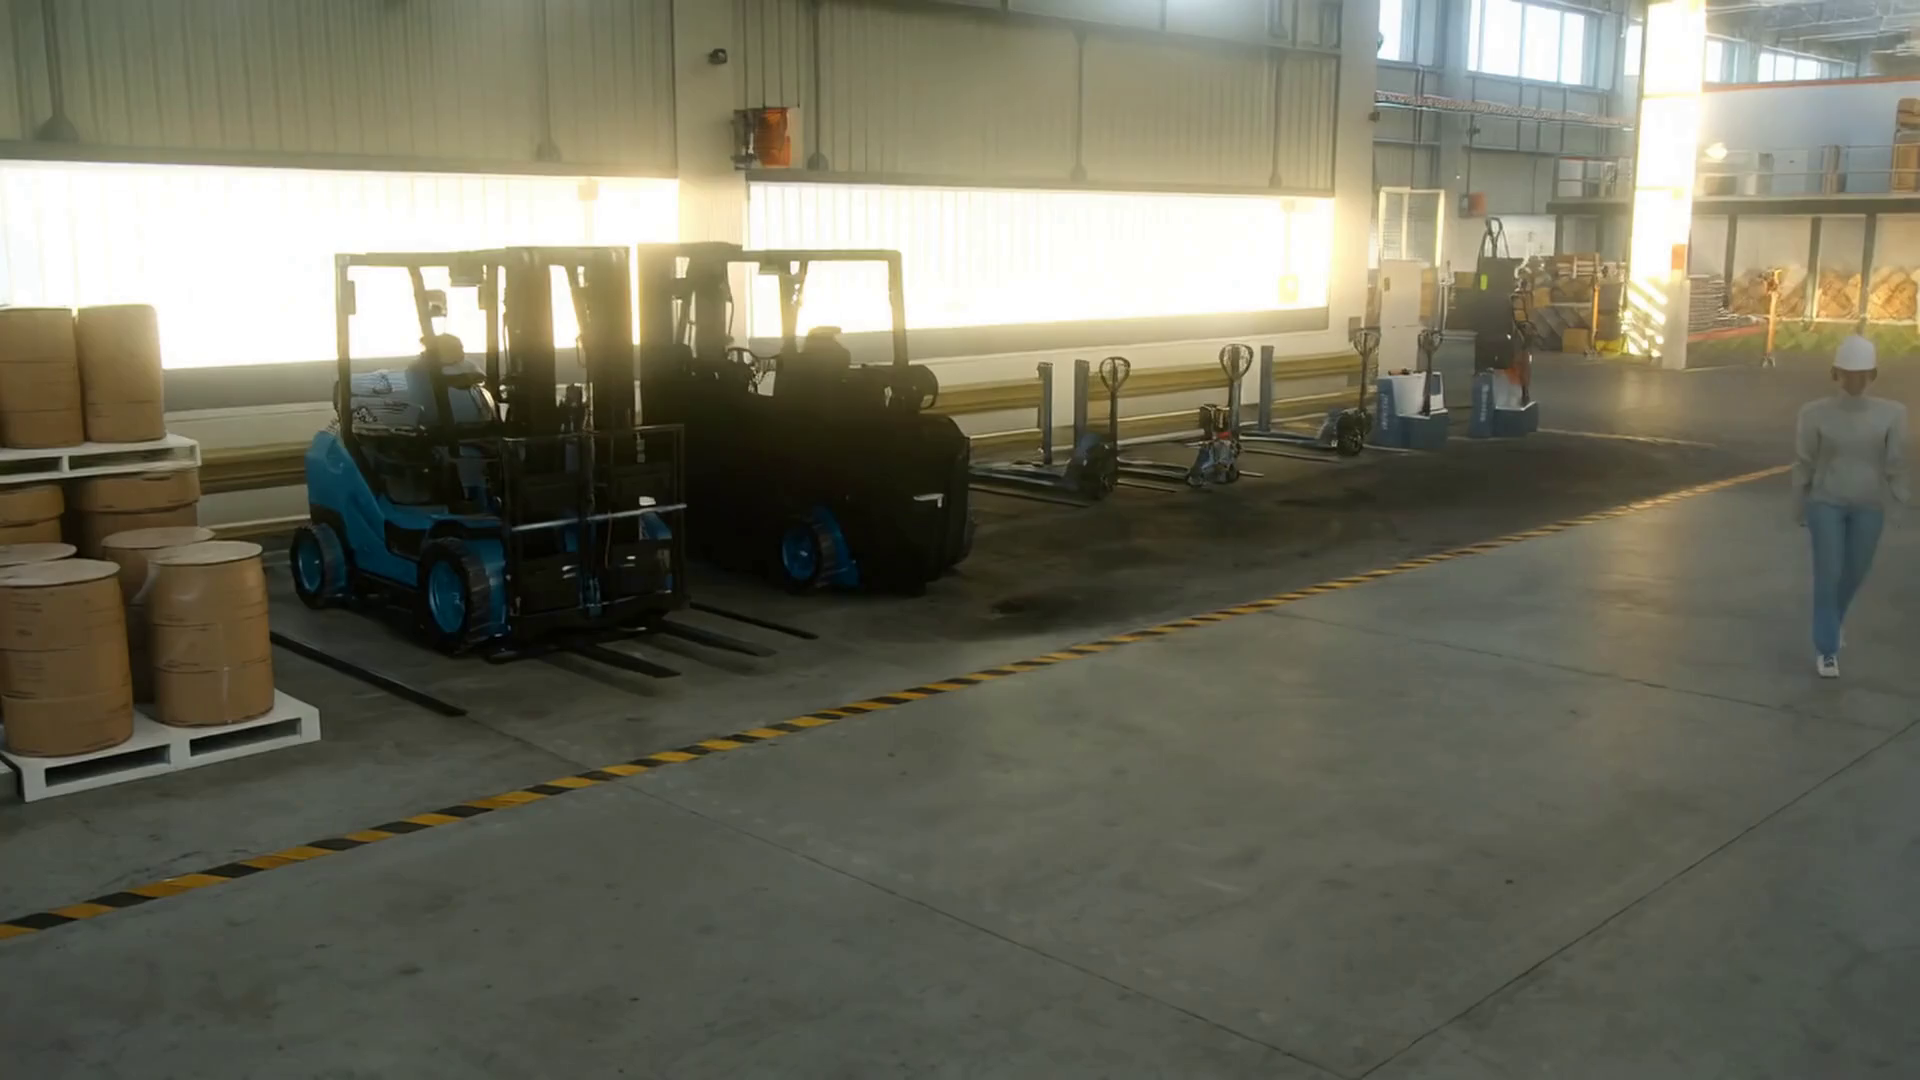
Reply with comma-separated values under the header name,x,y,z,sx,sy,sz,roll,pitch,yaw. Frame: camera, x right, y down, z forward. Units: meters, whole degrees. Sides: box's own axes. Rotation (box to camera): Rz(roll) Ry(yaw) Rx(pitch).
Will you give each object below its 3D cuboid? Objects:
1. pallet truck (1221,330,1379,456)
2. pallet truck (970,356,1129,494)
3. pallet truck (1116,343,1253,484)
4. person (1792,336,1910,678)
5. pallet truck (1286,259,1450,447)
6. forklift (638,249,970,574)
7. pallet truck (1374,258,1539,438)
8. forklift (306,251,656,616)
name,x,y,z,sx,sy,sz,roll,pitch,yaw
pallet truck,3.563,-1.581,17.381,0.653,1.274,1.630,-10,14,-44
pallet truck,0.784,-1.085,14.876,0.680,1.201,1.601,-10,14,-44
pallet truck,1.962,-1.215,15.415,1.522,1.261,0.704,10,14,43
person,4.629,-0.208,8.711,0.522,1.738,0.831,3,11,16
pallet truck,4.493,-2.078,18.196,0.823,1.965,1.885,-9,14,-40
forklift,-1.173,-0.958,11.239,2.680,1.987,1.157,10,14,43
pallet truck,5.704,-2.208,18.901,1.885,1.965,0.823,10,14,43
forklift,-2.833,-0.669,9.694,1.157,1.987,2.680,-10,14,-44
